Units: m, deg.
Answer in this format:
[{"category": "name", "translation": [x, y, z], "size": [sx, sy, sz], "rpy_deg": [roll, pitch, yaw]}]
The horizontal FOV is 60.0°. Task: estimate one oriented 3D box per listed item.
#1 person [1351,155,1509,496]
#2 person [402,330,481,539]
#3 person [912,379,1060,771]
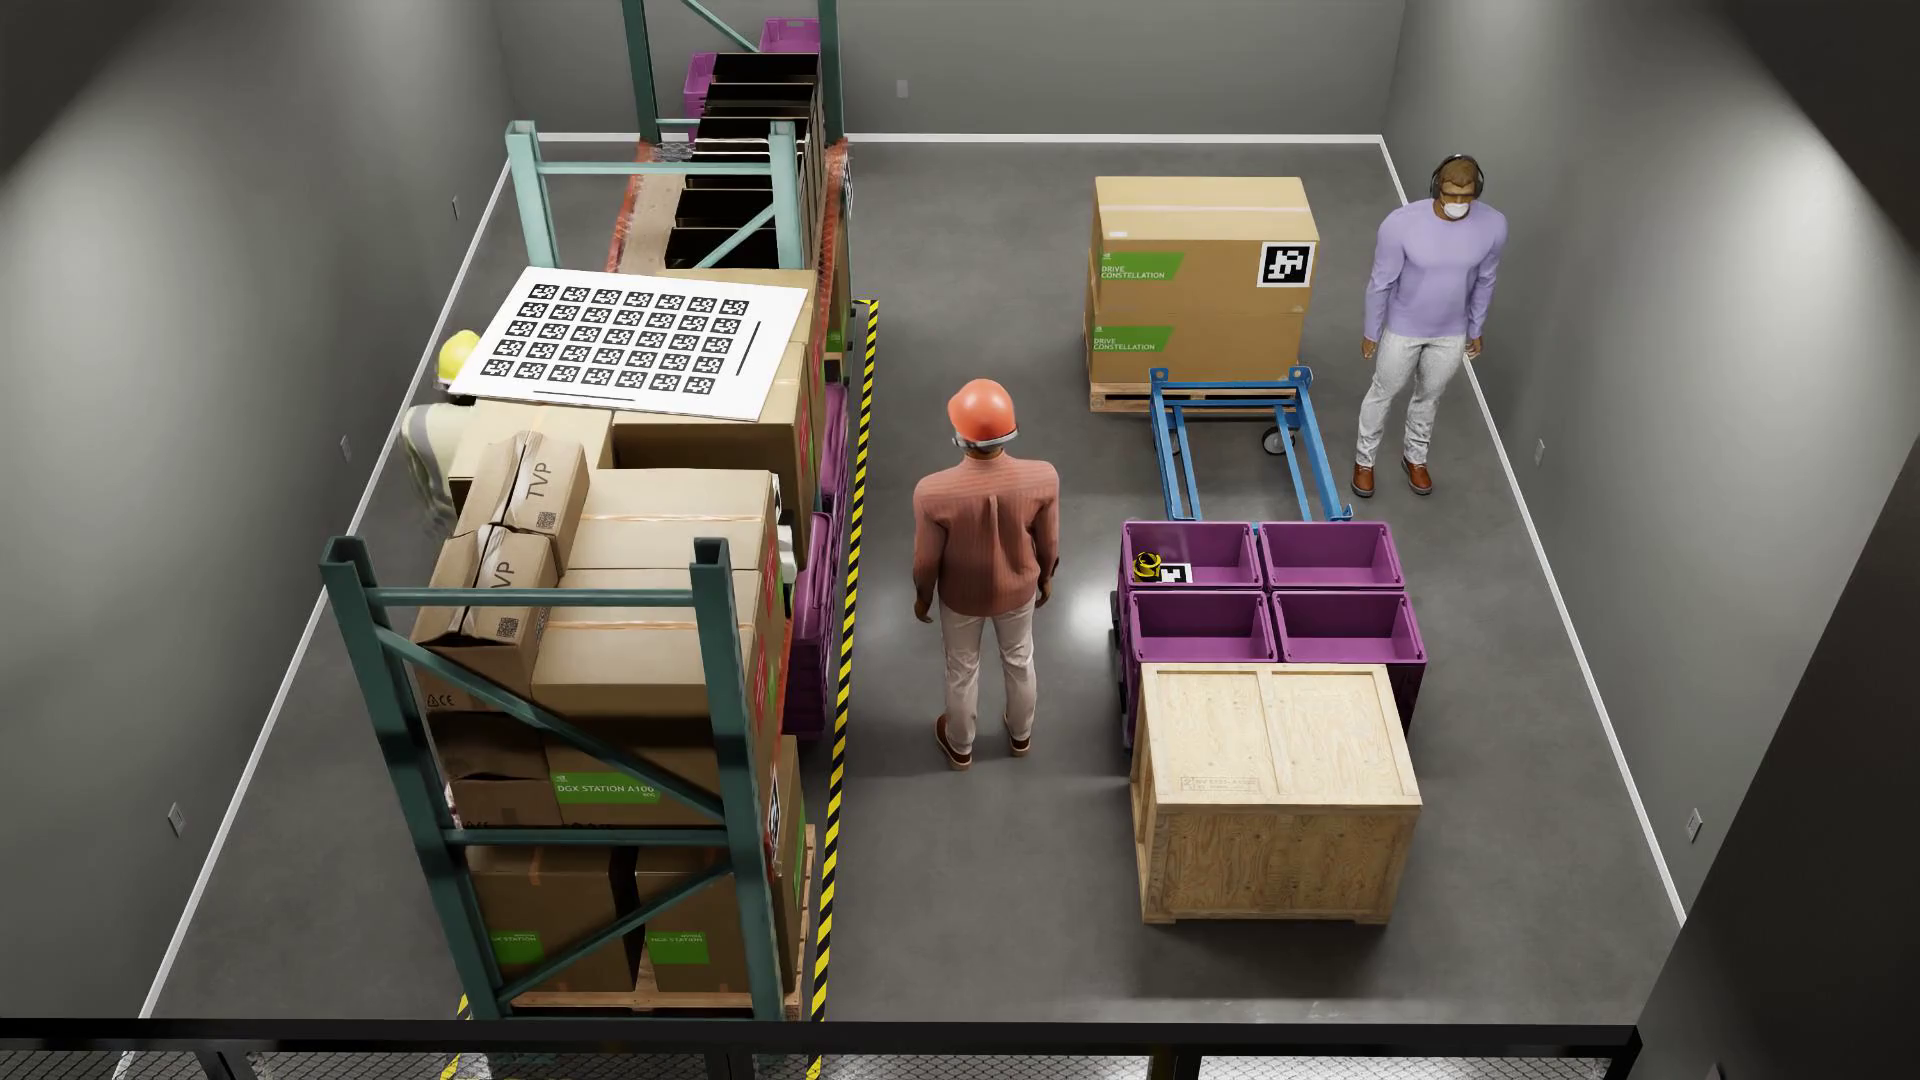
[{"category": "person", "translation": [2.321, -1.056, 8.318], "size": [0.638, 1.938, 0.357], "rpy_deg": [-2, 41, -2]}, {"category": "person", "translation": [-2.089, -0.079, 7.315], "size": [0.587, 1.797, 0.869], "rpy_deg": [-1, 41, -1]}, {"category": "person", "translation": [0.102, 0.174, 6.872], "size": [0.610, 1.997, 0.373], "rpy_deg": [-9, 42, -10]}]
